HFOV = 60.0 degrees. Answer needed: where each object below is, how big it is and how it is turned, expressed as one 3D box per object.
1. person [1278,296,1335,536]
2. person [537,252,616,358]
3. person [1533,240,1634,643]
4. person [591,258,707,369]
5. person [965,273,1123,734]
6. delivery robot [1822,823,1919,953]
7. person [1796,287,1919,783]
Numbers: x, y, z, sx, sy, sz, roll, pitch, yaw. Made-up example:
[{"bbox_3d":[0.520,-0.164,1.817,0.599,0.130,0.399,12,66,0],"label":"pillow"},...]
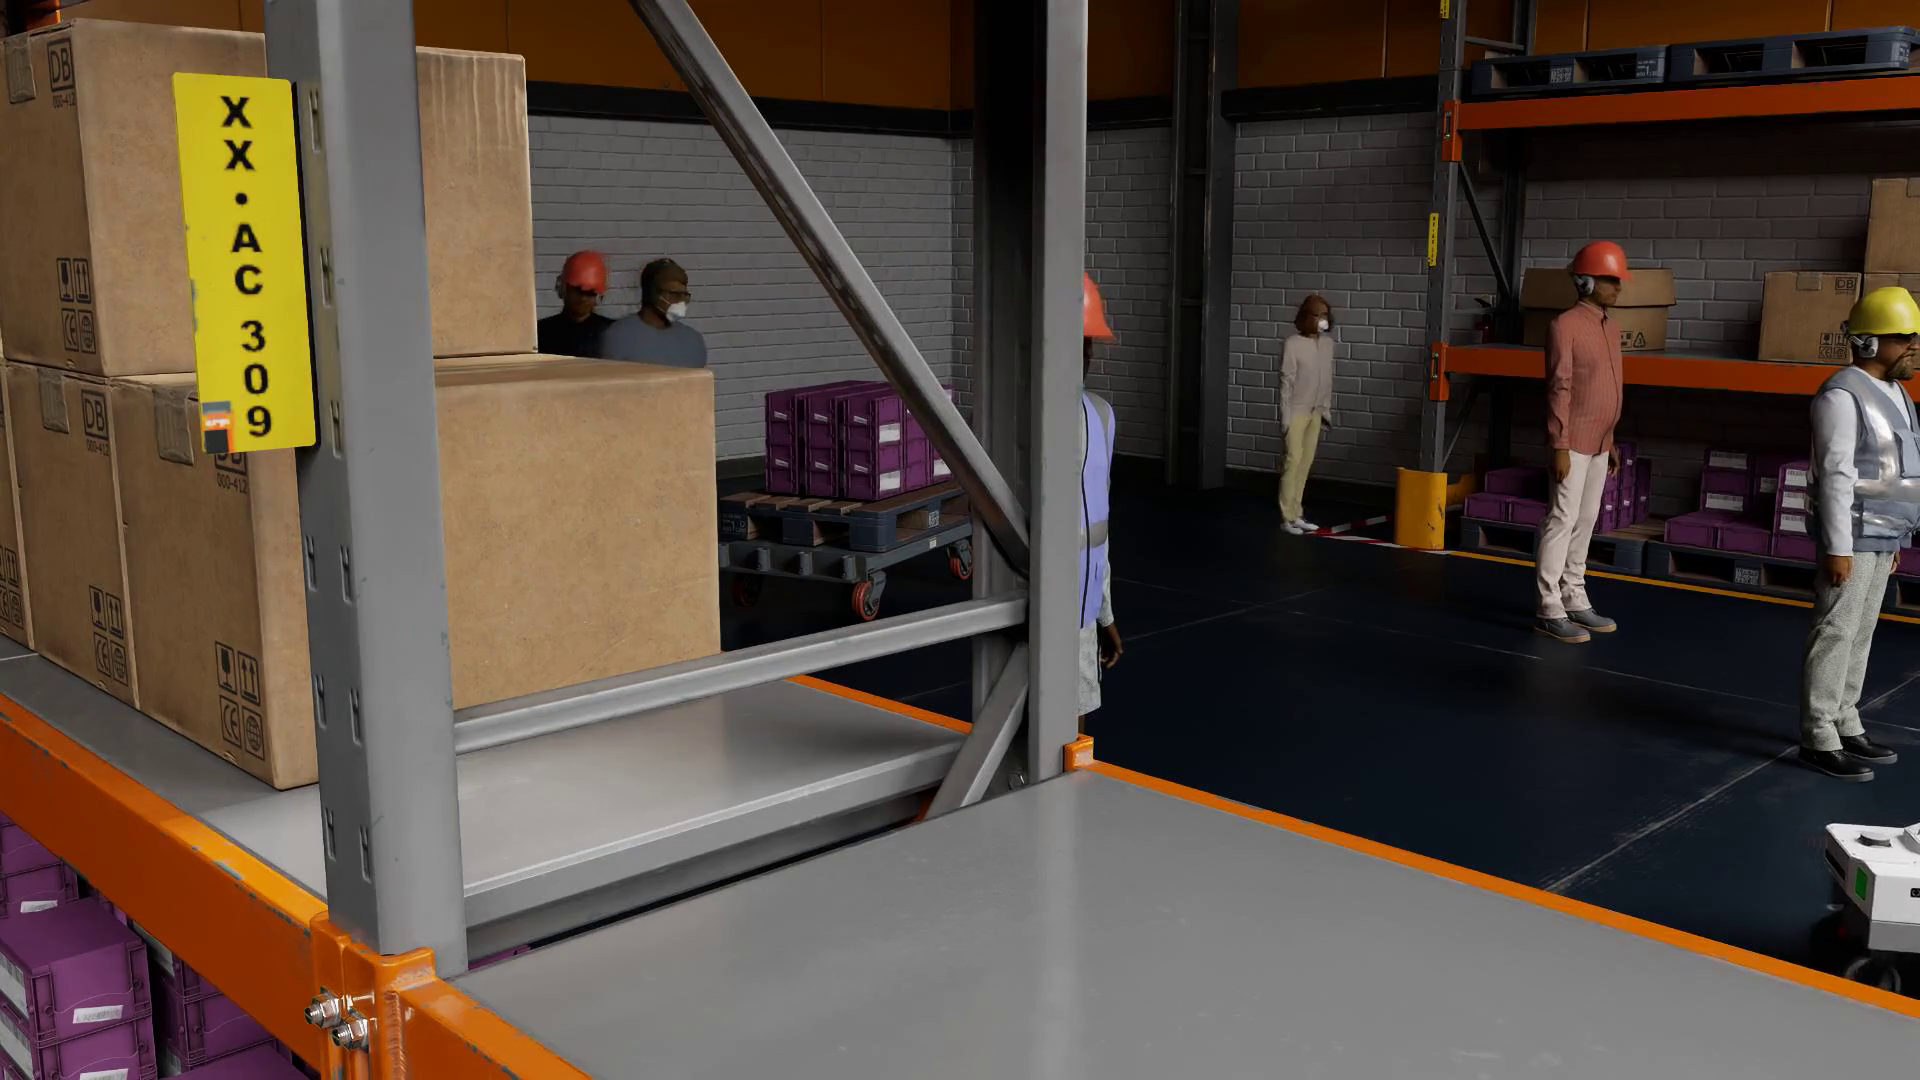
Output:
[{"bbox_3d":[2.342,-0.839,11.296,0.504,1.613,0.403,-9,13,-39],"label":"person"},{"bbox_3d":[-1.966,-0.508,8.610,0.616,1.933,1.001,-2,11,-9],"label":"person"},{"bbox_3d":[3.132,-0.494,8.363,0.611,1.995,0.376,-10,15,-44],"label":"person"},{"bbox_3d":[-1.399,-0.348,7.763,0.425,1.915,0.646,8,13,38],"label":"person"},{"bbox_3d":[0.262,0.200,4.735,0.544,1.938,0.355,-10,15,-44],"label":"person"},{"bbox_3d":[2.678,0.911,4.377,0.707,0.478,0.477,2,11,13],"label":"delivery robot"},{"bbox_3d":[3.397,-0.026,6.251,0.589,1.833,0.404,-10,15,-44],"label":"person"}]
